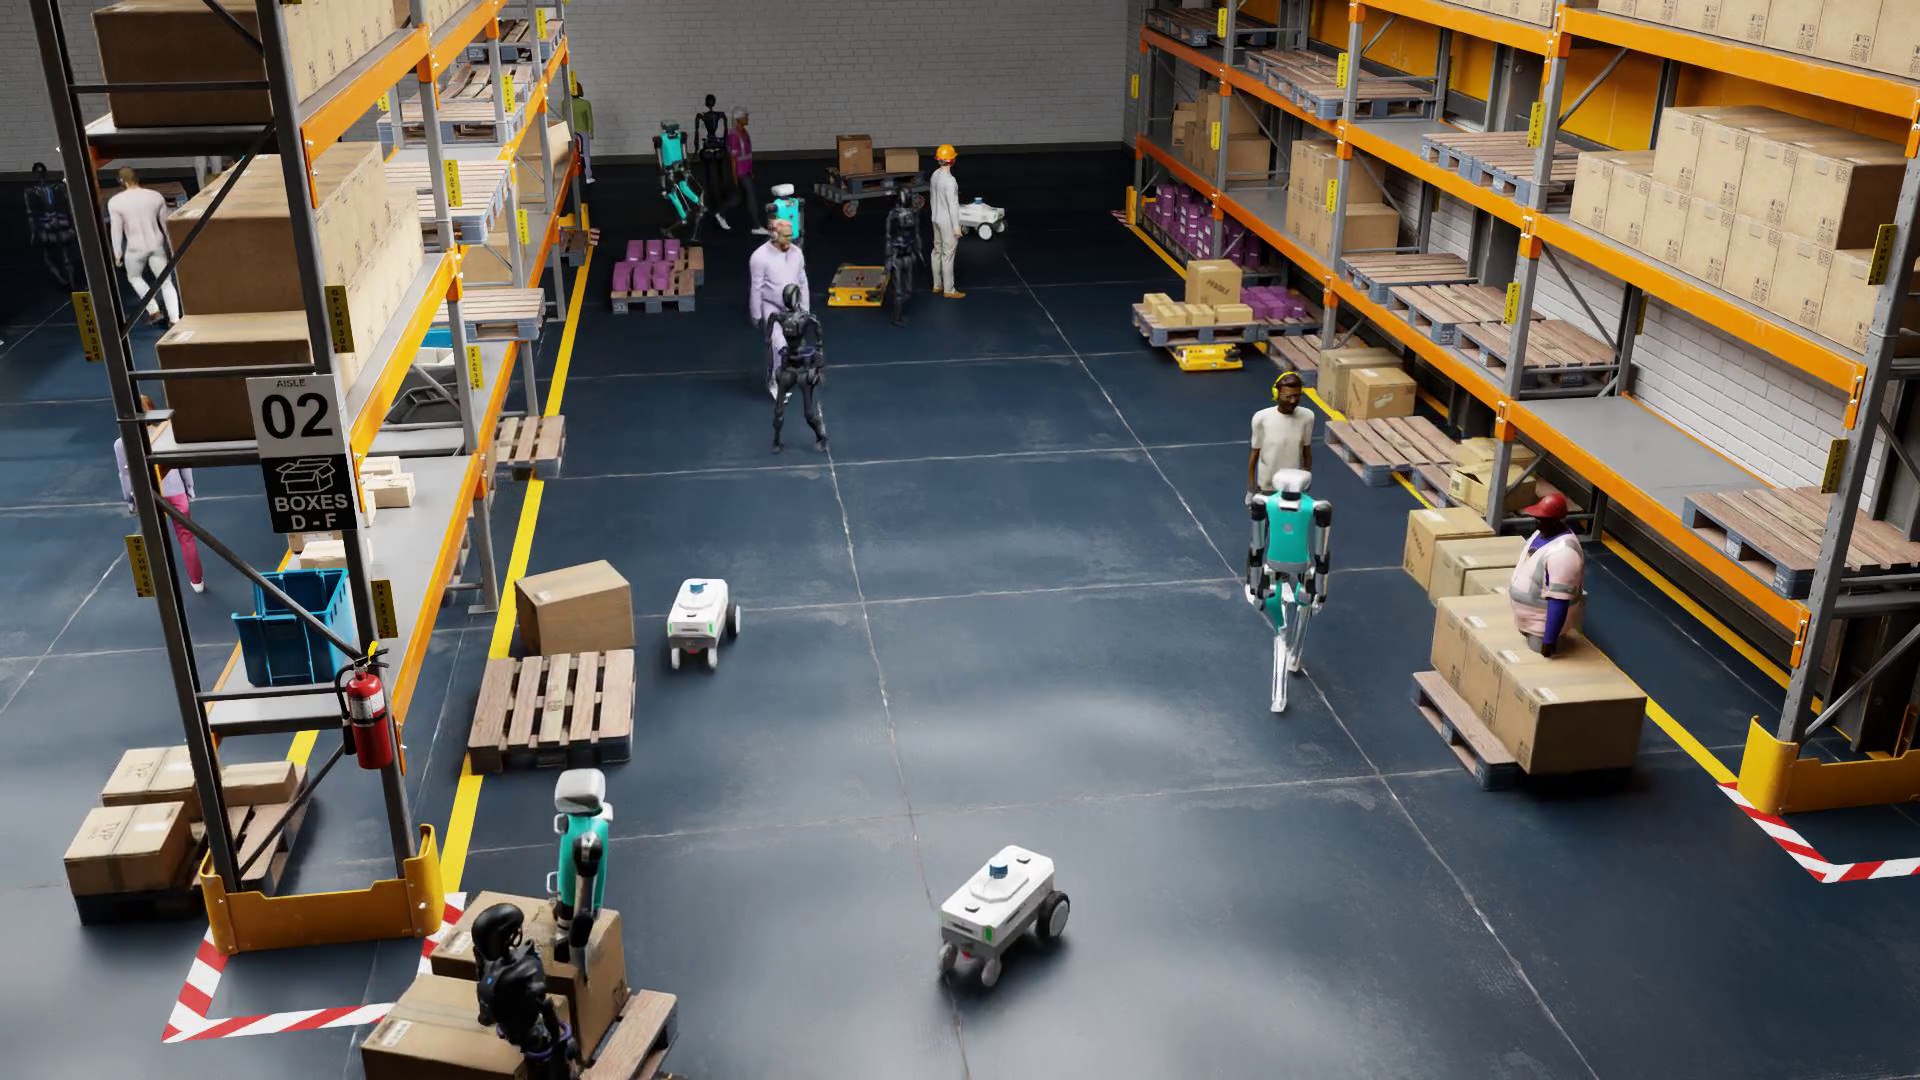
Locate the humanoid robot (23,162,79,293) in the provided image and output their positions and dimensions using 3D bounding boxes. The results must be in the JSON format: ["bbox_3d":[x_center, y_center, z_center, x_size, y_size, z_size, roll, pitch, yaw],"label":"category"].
[{"bbox_3d":[-11.319,-3.894,20.792,0.358,1.640,0.607,22,32,40],"label":"humanoid robot"}]

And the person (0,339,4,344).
[{"bbox_3d":[-11.190,-3.018,18.706,0.328,1.751,0.562,15,28,30],"label":"person"}]

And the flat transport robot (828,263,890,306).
[{"bbox_3d":[-1.263,-3.218,21.008,0.659,0.231,1.431,1,24,2],"label":"flat transport robot"}]

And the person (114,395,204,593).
[{"bbox_3d":[-6.124,-0.328,12.736,0.498,1.629,0.287,-15,28,-31],"label":"person"}]

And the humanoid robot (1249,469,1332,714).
[{"bbox_3d":[2.263,0.251,11.352,0.539,1.764,1.031,7,25,17],"label":"humanoid robot"}]

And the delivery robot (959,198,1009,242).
[{"bbox_3d":[0.293,-4.571,23.760,0.785,0.614,0.522,12,26,25],"label":"delivery robot"}]

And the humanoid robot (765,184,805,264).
[{"bbox_3d":[-2.135,-3.239,19.289,0.537,1.845,0.676,-22,32,-40],"label":"humanoid robot"}]

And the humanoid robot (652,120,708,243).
[{"bbox_3d":[-3.861,-4.910,23.023,0.553,1.734,1.015,-21,31,-39],"label":"humanoid robot"}]

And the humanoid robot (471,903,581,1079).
[{"bbox_3d":[-1.757,2.183,6.976,0.602,1.630,0.512,20,30,38],"label":"humanoid robot"}]

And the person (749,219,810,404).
[{"bbox_3d":[-1.786,-2.336,16.990,0.646,1.883,0.658,21,31,39],"label":"person"}]

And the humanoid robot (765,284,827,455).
[{"bbox_3d":[-1.535,-1.616,15.648,0.608,1.639,0.444,4,24,10],"label":"humanoid robot"}]

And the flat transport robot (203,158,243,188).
[{"bbox_3d":[-10.510,-4.970,25.000,1.431,0.231,0.659,9,25,21],"label":"flat transport robot"}]

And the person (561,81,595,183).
[{"bbox_3d":[-6.214,-6.639,27.114,0.492,1.624,0.281,0,24,0],"label":"person"}]

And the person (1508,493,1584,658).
[{"bbox_3d":[3.714,0.516,10.674,0.418,1.745,0.599,0,24,0],"label":"person"}]

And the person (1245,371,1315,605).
[{"bbox_3d":[2.418,-0.397,12.607,0.508,1.861,0.315,-4,24,-9],"label":"person"}]

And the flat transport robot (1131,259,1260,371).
[{"bbox_3d":[2.651,-2.209,18.710,0.659,0.231,1.431,-3,24,-8],"label":"flat transport robot"}]

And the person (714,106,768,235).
[{"bbox_3d":[-3.156,-5.292,23.808,0.844,1.817,0.516,4,24,10],"label":"person"}]

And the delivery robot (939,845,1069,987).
[{"bbox_3d":[0.220,1.958,8.885,0.499,0.613,0.796,15,28,30],"label":"delivery robot"}]

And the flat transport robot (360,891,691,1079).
[{"bbox_3d":[-1.972,2.656,7.627,1.431,0.231,0.659,5,24,12],"label":"flat transport robot"}]

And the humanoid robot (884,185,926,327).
[{"bbox_3d":[-0.656,-3.351,19.582,0.414,1.659,0.591,21,31,39],"label":"humanoid robot"}]

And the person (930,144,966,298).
[{"bbox_3d":[-0.173,-3.961,20.679,0.351,1.898,0.567,-13,27,-28],"label":"person"}]

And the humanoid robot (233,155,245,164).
[{"bbox_3d":[-9.422,-4.565,22.360,0.547,1.858,0.852,-14,27,-29],"label":"humanoid robot"}]

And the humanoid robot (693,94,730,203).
[{"bbox_3d":[-3.828,-6.043,25.701,0.583,1.647,0.423,-12,27,-26],"label":"humanoid robot"}]

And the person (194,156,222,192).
[{"bbox_3d":[-11.630,-6.117,25.657,0.429,1.842,0.632,19,30,36],"label":"person"}]

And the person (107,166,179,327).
[{"bbox_3d":[-9.471,-3.376,19.339,0.566,1.898,0.750,22,32,40],"label":"person"}]

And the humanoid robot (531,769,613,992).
[{"bbox_3d":[-1.898,1.869,7.579,0.735,1.772,0.540,-6,24,-12],"label":"humanoid robot"}]

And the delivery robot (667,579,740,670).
[{"bbox_3d":[-1.887,0.566,12.042,0.499,0.601,0.798,0,24,1],"label":"delivery robot"}]
